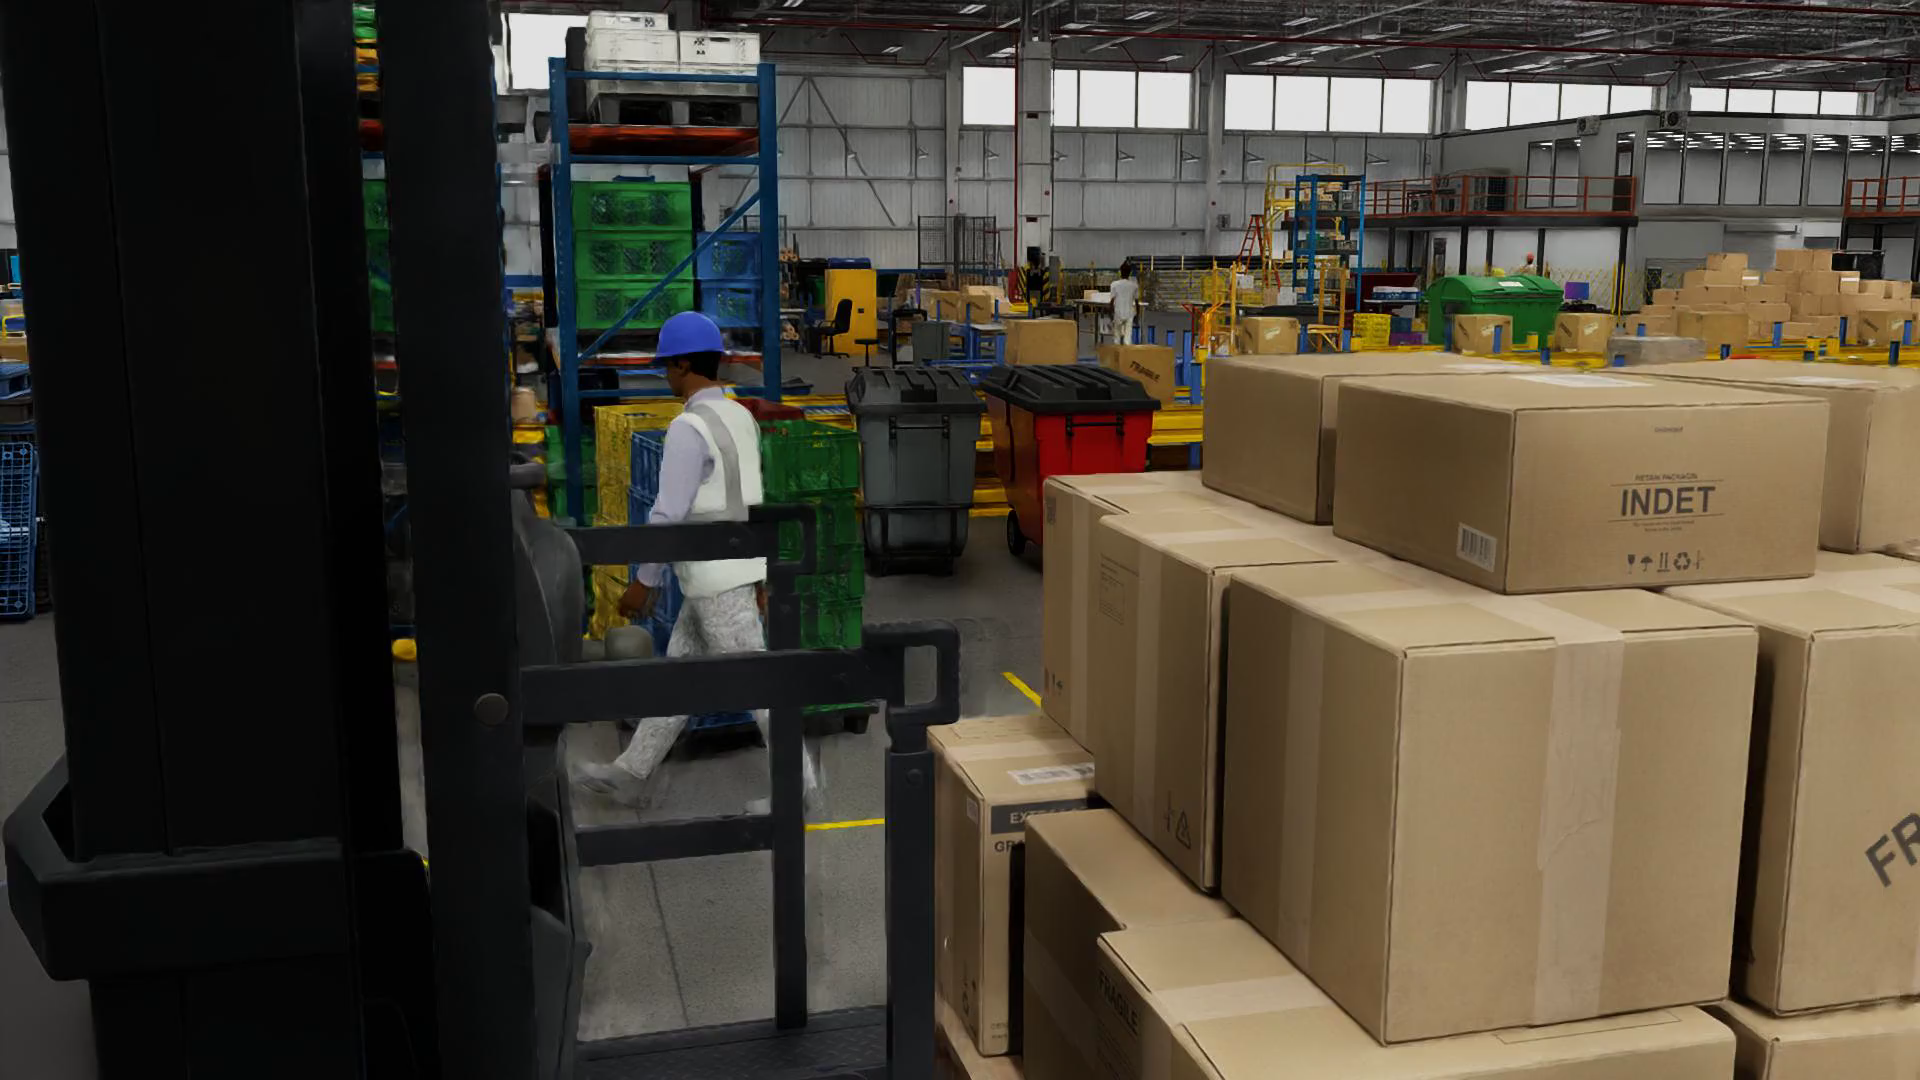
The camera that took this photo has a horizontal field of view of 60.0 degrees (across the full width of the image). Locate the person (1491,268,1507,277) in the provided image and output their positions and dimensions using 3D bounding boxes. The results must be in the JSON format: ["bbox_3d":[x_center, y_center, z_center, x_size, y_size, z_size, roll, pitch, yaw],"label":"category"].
[{"bbox_3d":[9.756,-4.077,30.313,0.922,1.720,0.520,6,12,31],"label":"person"}]

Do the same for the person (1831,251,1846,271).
[{"bbox_3d":[22.832,-6.536,43.358,0.605,2.036,0.388,-3,10,-14],"label":"person"}]

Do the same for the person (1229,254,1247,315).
[{"bbox_3d":[8.323,-7.579,49.695,0.574,1.883,0.355,-3,10,-14],"label":"person"}]

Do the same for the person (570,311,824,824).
[{"bbox_3d":[-0.968,0.118,6.094,1.010,1.878,0.593,1,10,6],"label":"person"}]

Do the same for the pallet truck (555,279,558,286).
[{"bbox_3d":[-10.604,-6.375,44.520,0.653,1.274,1.630,-3,10,-15],"label":"pallet truck"}]

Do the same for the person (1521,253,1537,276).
[{"bbox_3d":[17.833,-7.989,51.946,0.546,1.914,0.722,-6,12,-30],"label":"person"}]

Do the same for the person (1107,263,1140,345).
[{"bbox_3d":[2.768,-3.758,28.196,0.559,1.825,0.944,0,10,1],"label":"person"}]

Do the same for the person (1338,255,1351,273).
[{"bbox_3d":[13.912,-9.385,59.876,0.610,1.885,0.902,-8,13,-40],"label":"person"}]
